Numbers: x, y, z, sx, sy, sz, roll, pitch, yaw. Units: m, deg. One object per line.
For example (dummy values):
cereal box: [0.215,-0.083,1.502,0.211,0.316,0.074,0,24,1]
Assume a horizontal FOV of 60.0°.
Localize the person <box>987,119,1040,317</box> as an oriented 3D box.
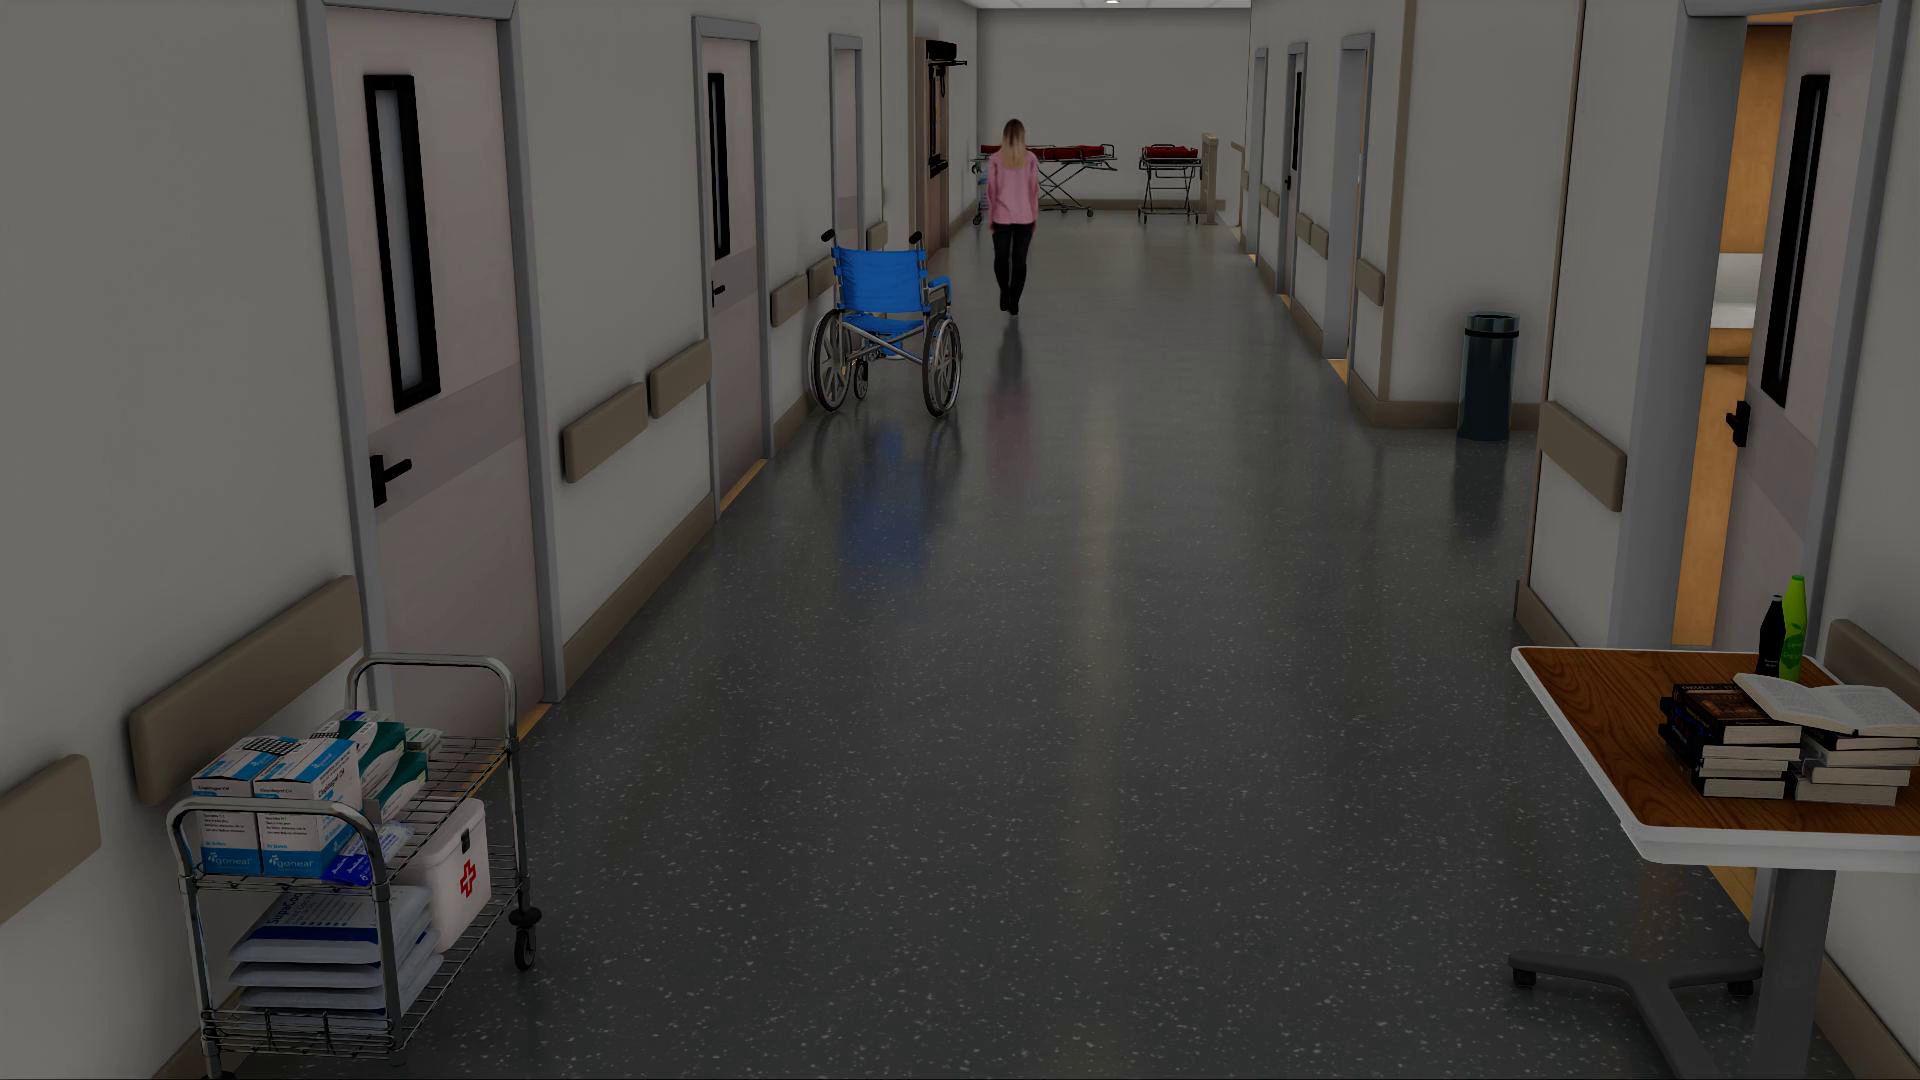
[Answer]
person: [0.460,-2.753,14.305,0.644,1.674,0.844,0,16,0]
